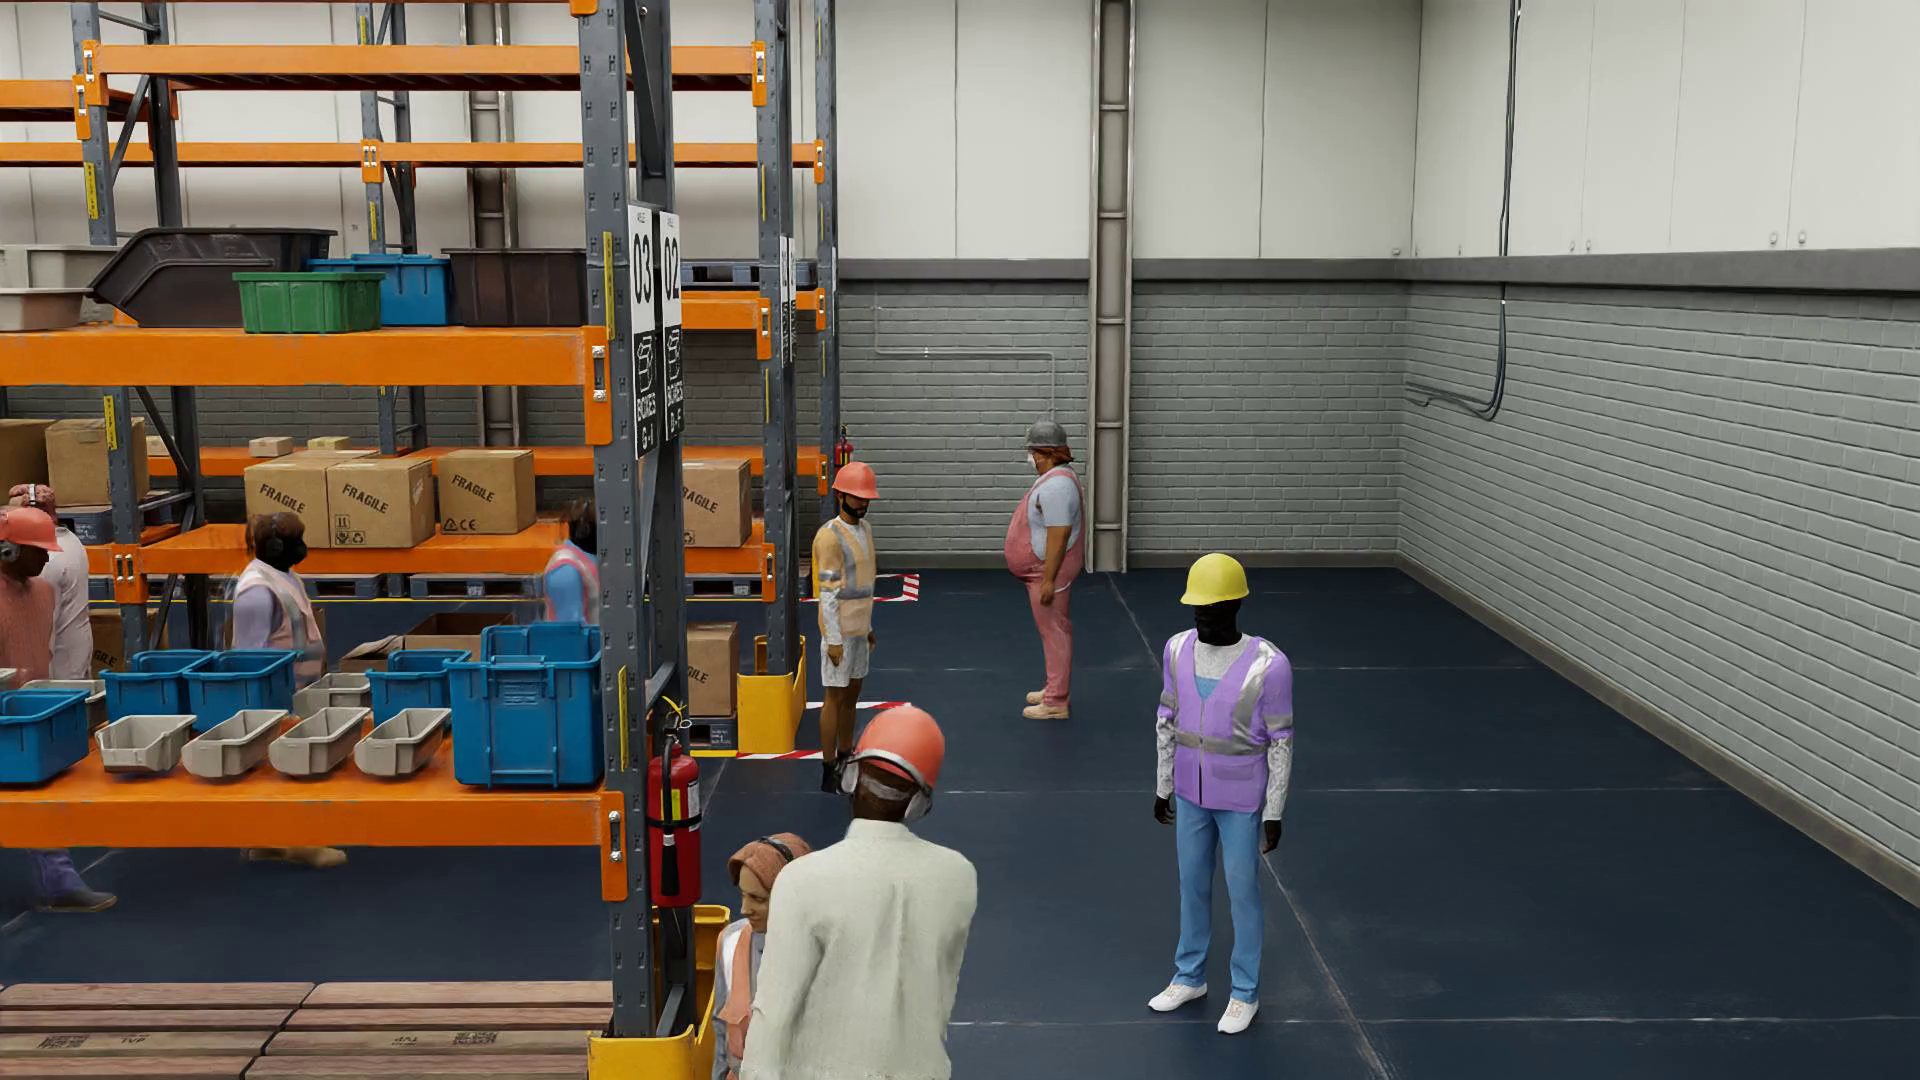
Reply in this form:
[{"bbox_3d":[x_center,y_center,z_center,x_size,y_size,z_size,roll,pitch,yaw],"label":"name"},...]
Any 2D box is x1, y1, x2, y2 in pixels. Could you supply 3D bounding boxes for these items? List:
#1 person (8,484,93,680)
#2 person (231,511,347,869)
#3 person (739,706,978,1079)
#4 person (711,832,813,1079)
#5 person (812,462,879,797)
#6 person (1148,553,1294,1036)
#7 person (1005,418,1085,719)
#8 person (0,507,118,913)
[{"bbox_3d":[-4.904,0.636,8.974,0.396,1.901,0.643,-2,10,-15],"label":"person"},{"bbox_3d":[-3.375,0.757,8.449,0.643,1.820,0.624,-3,10,-16],"label":"person"},{"bbox_3d":[-0.274,1.394,4.220,0.692,1.932,0.723,-4,10,-25],"label":"person"},{"bbox_3d":[-0.427,1.535,4.273,0.524,1.631,0.316,7,11,36],"label":"person"},{"bbox_3d":[-0.627,0.506,9.656,0.376,1.933,0.544,4,10,22],"label":"person"},{"bbox_3d":[1.023,1.001,6.633,0.594,1.925,0.378,8,12,40],"label":"person"},{"bbox_3d":[0.571,0.185,11.292,0.536,2.000,0.688,1,9,7],"label":"person"},{"bbox_3d":[-4.535,0.808,7.850,1.001,1.928,0.689,2,10,14],"label":"person"}]
